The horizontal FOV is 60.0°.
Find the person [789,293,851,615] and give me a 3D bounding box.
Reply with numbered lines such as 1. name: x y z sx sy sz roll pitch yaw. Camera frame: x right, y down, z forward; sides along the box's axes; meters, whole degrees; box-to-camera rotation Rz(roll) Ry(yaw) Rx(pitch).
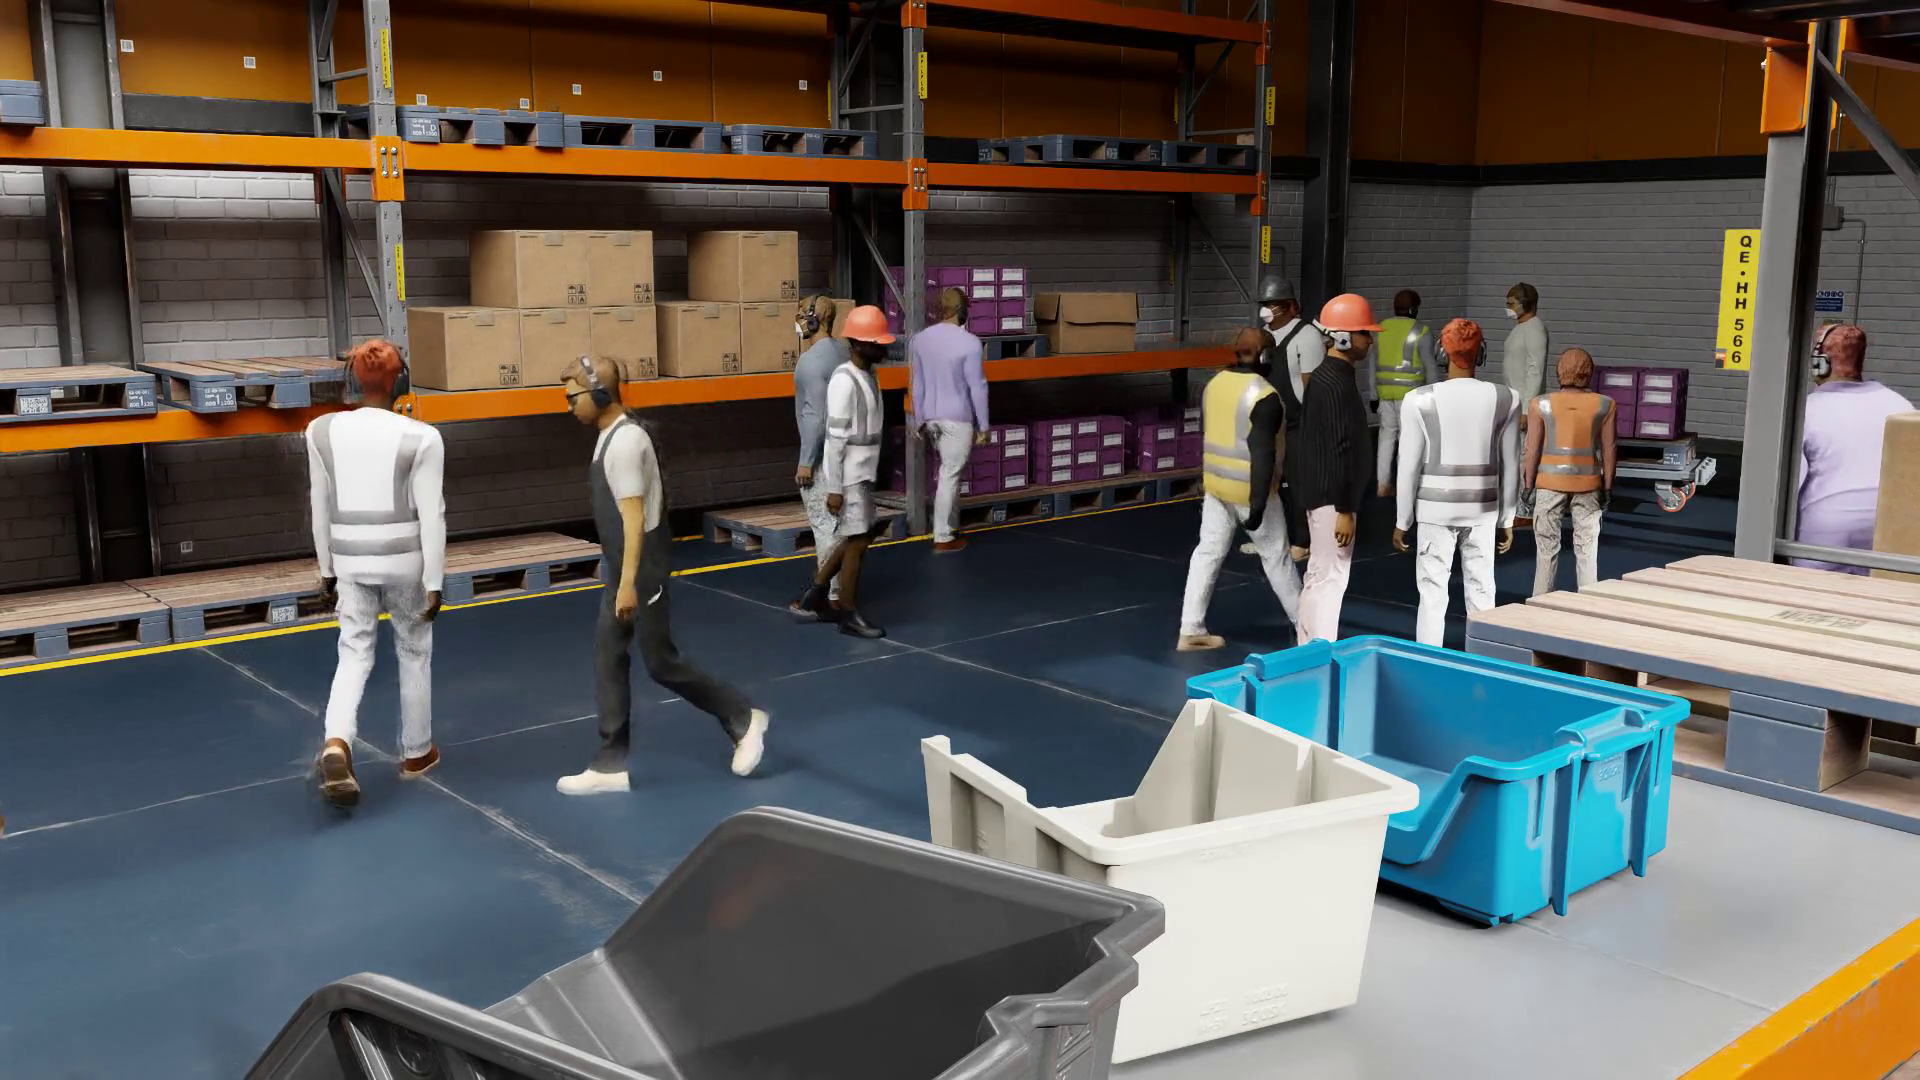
1. person: -0.839 -0.516 10.066 0.372 1.940 0.630 2 10 12

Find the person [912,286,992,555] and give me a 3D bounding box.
1. person: 0.014 -0.863 12.045 0.667 1.921 0.655 -9 14 -42

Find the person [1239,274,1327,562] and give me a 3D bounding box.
1. person: 2.237 -0.871 11.770 0.538 2.000 0.688 -6 12 -32

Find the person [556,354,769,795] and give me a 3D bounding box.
1. person: -1.234 0.139 6.793 0.823 1.804 0.593 -4 11 -22

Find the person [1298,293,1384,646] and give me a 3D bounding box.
1. person: 1.836 -0.196 8.115 0.382 1.993 0.622 1 10 3

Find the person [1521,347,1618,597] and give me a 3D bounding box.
1. person: 3.520 -0.289 9.632 0.523 1.638 0.311 2 10 11

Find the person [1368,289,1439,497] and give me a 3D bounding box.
1. person: 3.859 -1.256 14.492 0.429 1.841 0.642 -8 13 -37

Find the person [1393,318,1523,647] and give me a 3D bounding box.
1. person: 2.352 -0.103 7.898 0.574 1.887 0.355 1 10 3

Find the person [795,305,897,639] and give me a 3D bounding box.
1. person: -0.647 -0.380 9.425 0.665 1.904 0.581 3 11 16

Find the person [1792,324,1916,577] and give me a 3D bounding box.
1. person: 3.742 0.023 7.170 0.657 1.897 0.396 -1 10 -5

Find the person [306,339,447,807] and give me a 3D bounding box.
1. person: -2.352 0.129 6.695 0.579 1.864 0.816 0 10 0

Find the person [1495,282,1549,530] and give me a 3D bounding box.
1. person: 4.392 -1.041 13.024 0.373 1.935 0.628 1 10 7

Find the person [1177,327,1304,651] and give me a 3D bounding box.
1. person: 1.625 -0.273 9.163 0.958 1.777 0.609 -6 12 -28
